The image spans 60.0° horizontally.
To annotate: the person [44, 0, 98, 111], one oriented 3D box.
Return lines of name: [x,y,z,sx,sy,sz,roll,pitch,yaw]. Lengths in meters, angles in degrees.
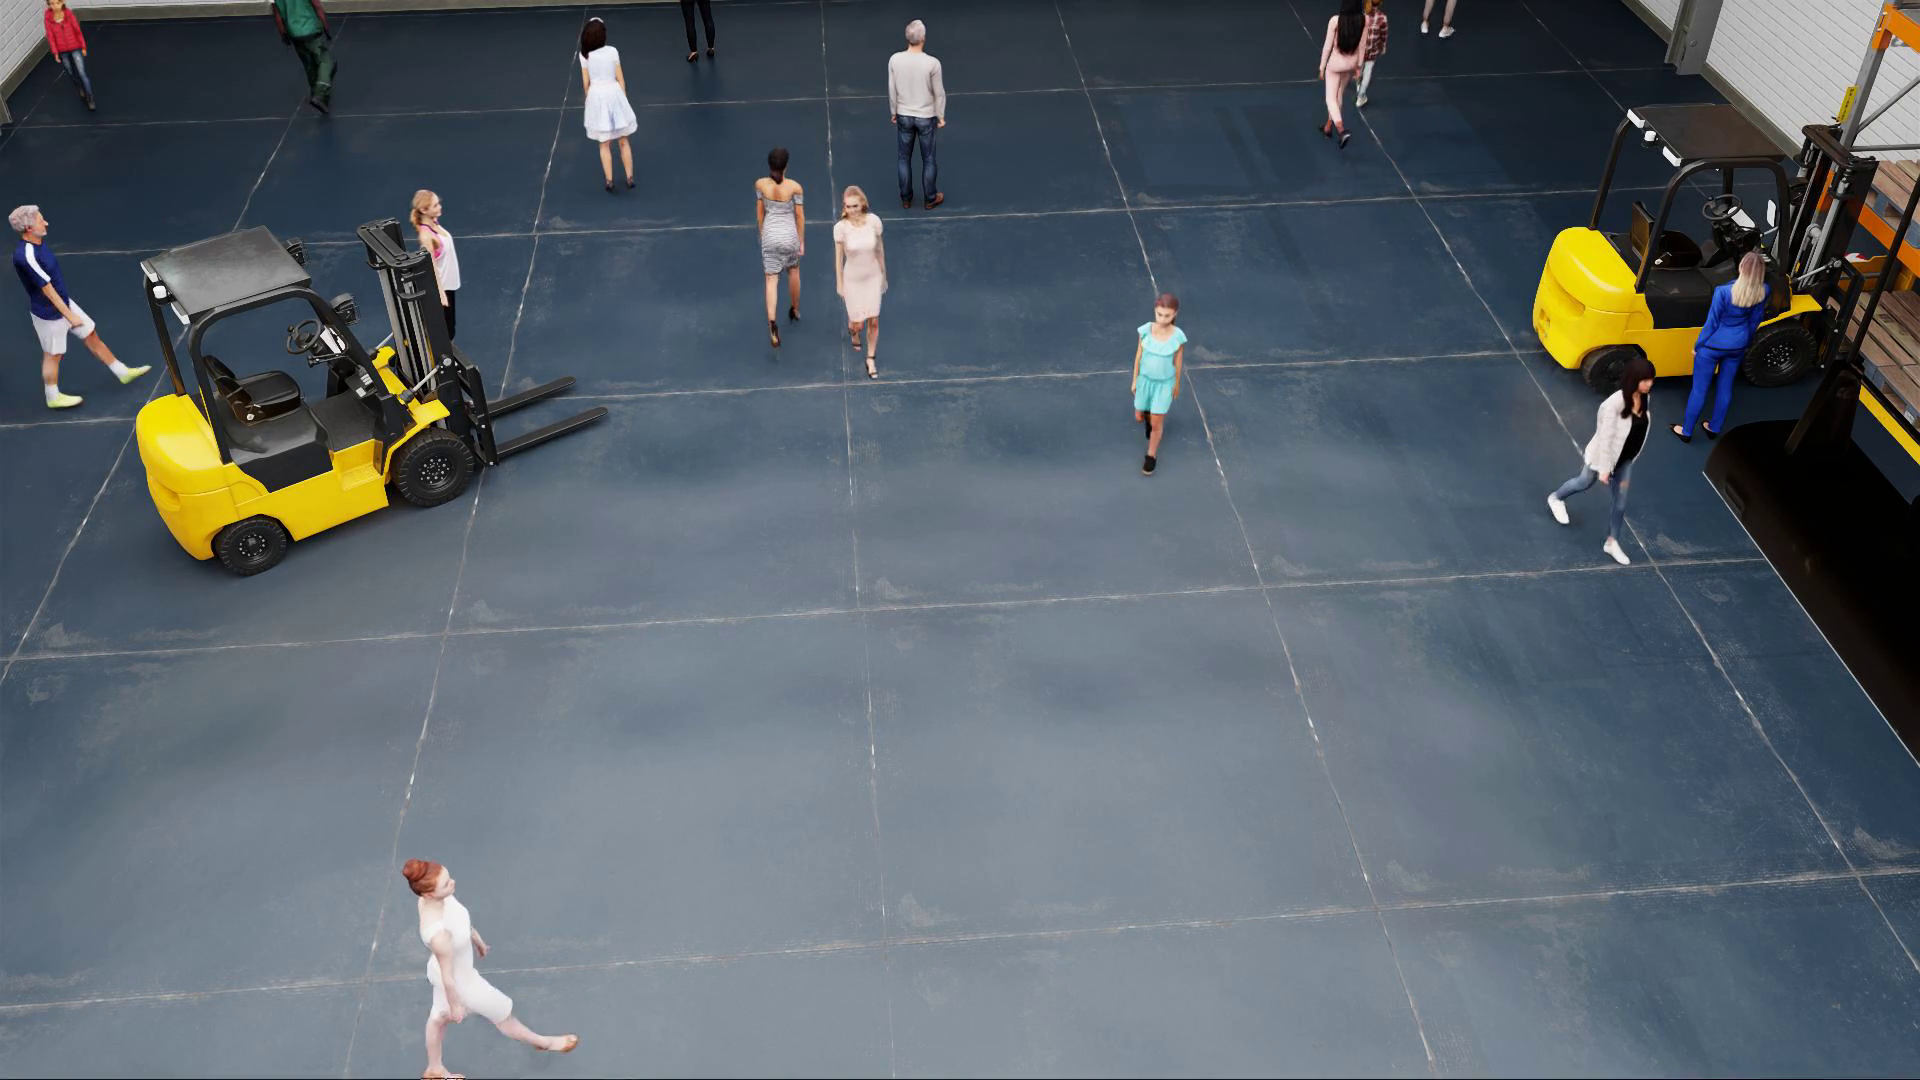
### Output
person: [-9.978,-5.504,18.613,0.665,1.295,0.939,-13,40,-16]

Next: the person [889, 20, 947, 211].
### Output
person: [-0.427,-4.194,16.479,0.804,1.911,0.758,9,40,11]

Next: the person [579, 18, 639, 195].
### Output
person: [-3.556,-4.365,16.768,0.749,1.818,0.775,-10,40,-12]

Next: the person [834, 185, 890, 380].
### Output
person: [-0.854,-2.223,14.088,0.698,1.815,0.809,-15,41,-18]

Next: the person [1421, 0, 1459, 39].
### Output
person: [5.897,-6.987,20.039,0.871,1.832,0.916,19,42,22]

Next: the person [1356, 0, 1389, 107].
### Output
person: [4.562,-5.498,18.620,0.795,1.278,0.926,17,42,21]

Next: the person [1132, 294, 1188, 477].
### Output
person: [1.562,-1.286,13.126,0.755,1.550,0.907,13,40,15]

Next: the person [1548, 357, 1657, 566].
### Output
person: [4.751,-0.664,12.304,0.832,1.604,1.149,-15,41,-18]

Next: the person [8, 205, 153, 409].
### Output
person: [-7.546,-1.871,13.663,0.861,1.795,1.074,-10,40,-12]

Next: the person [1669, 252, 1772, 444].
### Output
person: [6.117,-1.541,13.326,0.625,1.700,0.538,-4,39,-5]

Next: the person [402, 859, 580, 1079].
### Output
person: [-2.674,2.271,8.510,0.831,1.754,1.049,-13,40,-15]

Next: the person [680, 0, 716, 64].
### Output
person: [-3.113,-6.429,19.477,0.688,1.662,0.694,-20,43,-23]

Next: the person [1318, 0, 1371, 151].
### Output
person: [4.069,-4.962,17.609,0.711,1.701,1.084,-8,39,-10]

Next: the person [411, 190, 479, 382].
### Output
person: [-4.367,-2.127,13.990,0.682,1.787,0.468,-6,39,-7]

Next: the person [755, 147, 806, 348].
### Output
person: [-1.587,-2.520,14.478,0.716,1.792,1.082,3,39,3]

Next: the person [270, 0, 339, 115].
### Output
person: [-7.176,-5.538,18.231,0.776,1.825,0.994,0,39,0]
